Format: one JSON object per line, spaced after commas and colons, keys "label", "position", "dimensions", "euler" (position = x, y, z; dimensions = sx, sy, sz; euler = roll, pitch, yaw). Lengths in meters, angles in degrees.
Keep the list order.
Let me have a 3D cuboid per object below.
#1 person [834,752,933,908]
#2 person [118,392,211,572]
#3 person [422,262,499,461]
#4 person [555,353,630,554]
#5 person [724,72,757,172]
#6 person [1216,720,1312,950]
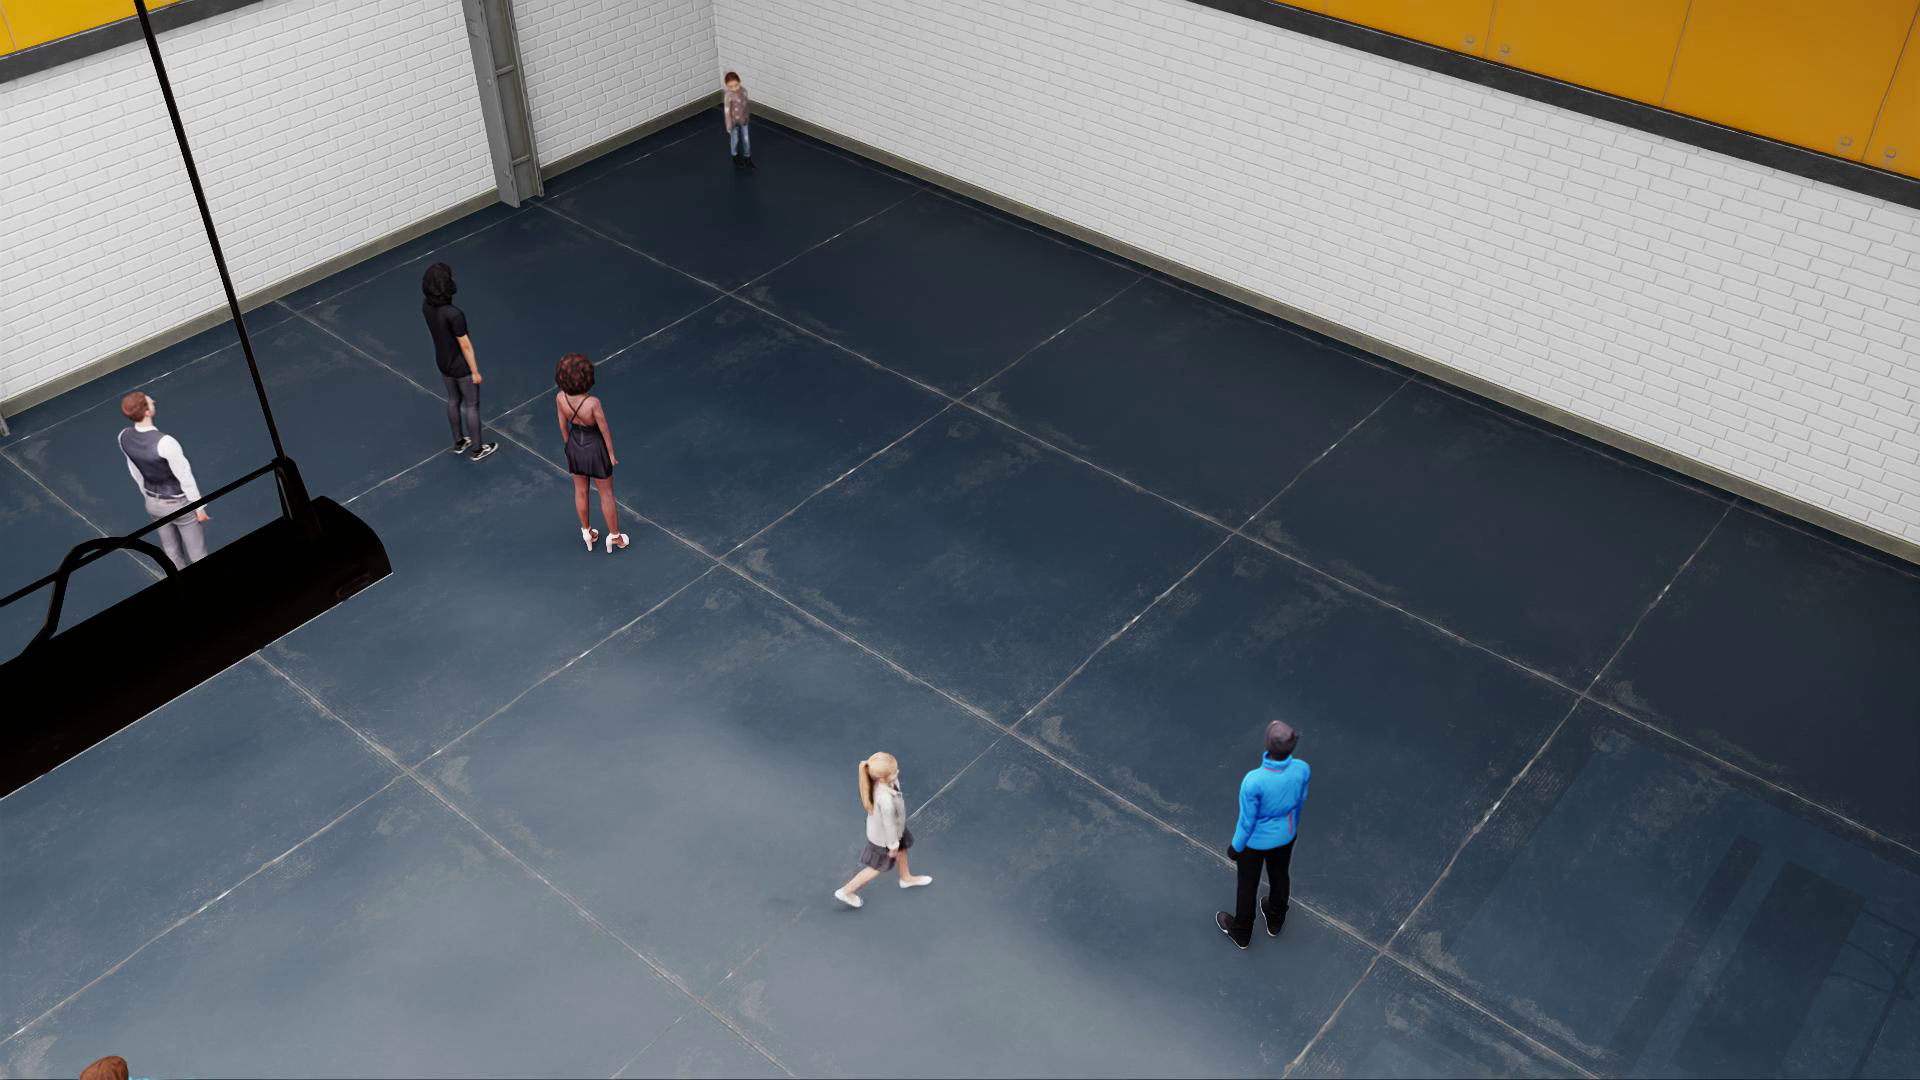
{"label": "person", "position": [-0.523, 1.808, 10.329], "dimensions": [0.932, 1.259, 0.832], "euler": [-6, 39, -8]}
{"label": "person", "position": [-5.877, -0.277, 12.396], "dimensions": [0.730, 1.937, 0.703], "euler": [12, 40, 15]}
{"label": "person", "position": [-4.256, -1.496, 14.011], "dimensions": [0.625, 1.827, 0.524], "euler": [25, 45, 28]}
{"label": "person", "position": [-2.904, -0.664, 13.000], "dimensions": [0.648, 1.788, 0.657], "euler": [10, 40, 13]}
{"label": "person", "position": [-2.489, -4.702, 18.556], "dimensions": [0.635, 1.164, 0.660], "euler": [-26, 45, -29]}
{"label": "person", "position": [1.837, 1.771, 9.946], "dimensions": [0.622, 1.794, 0.750], "euler": [-15, 41, -18]}
